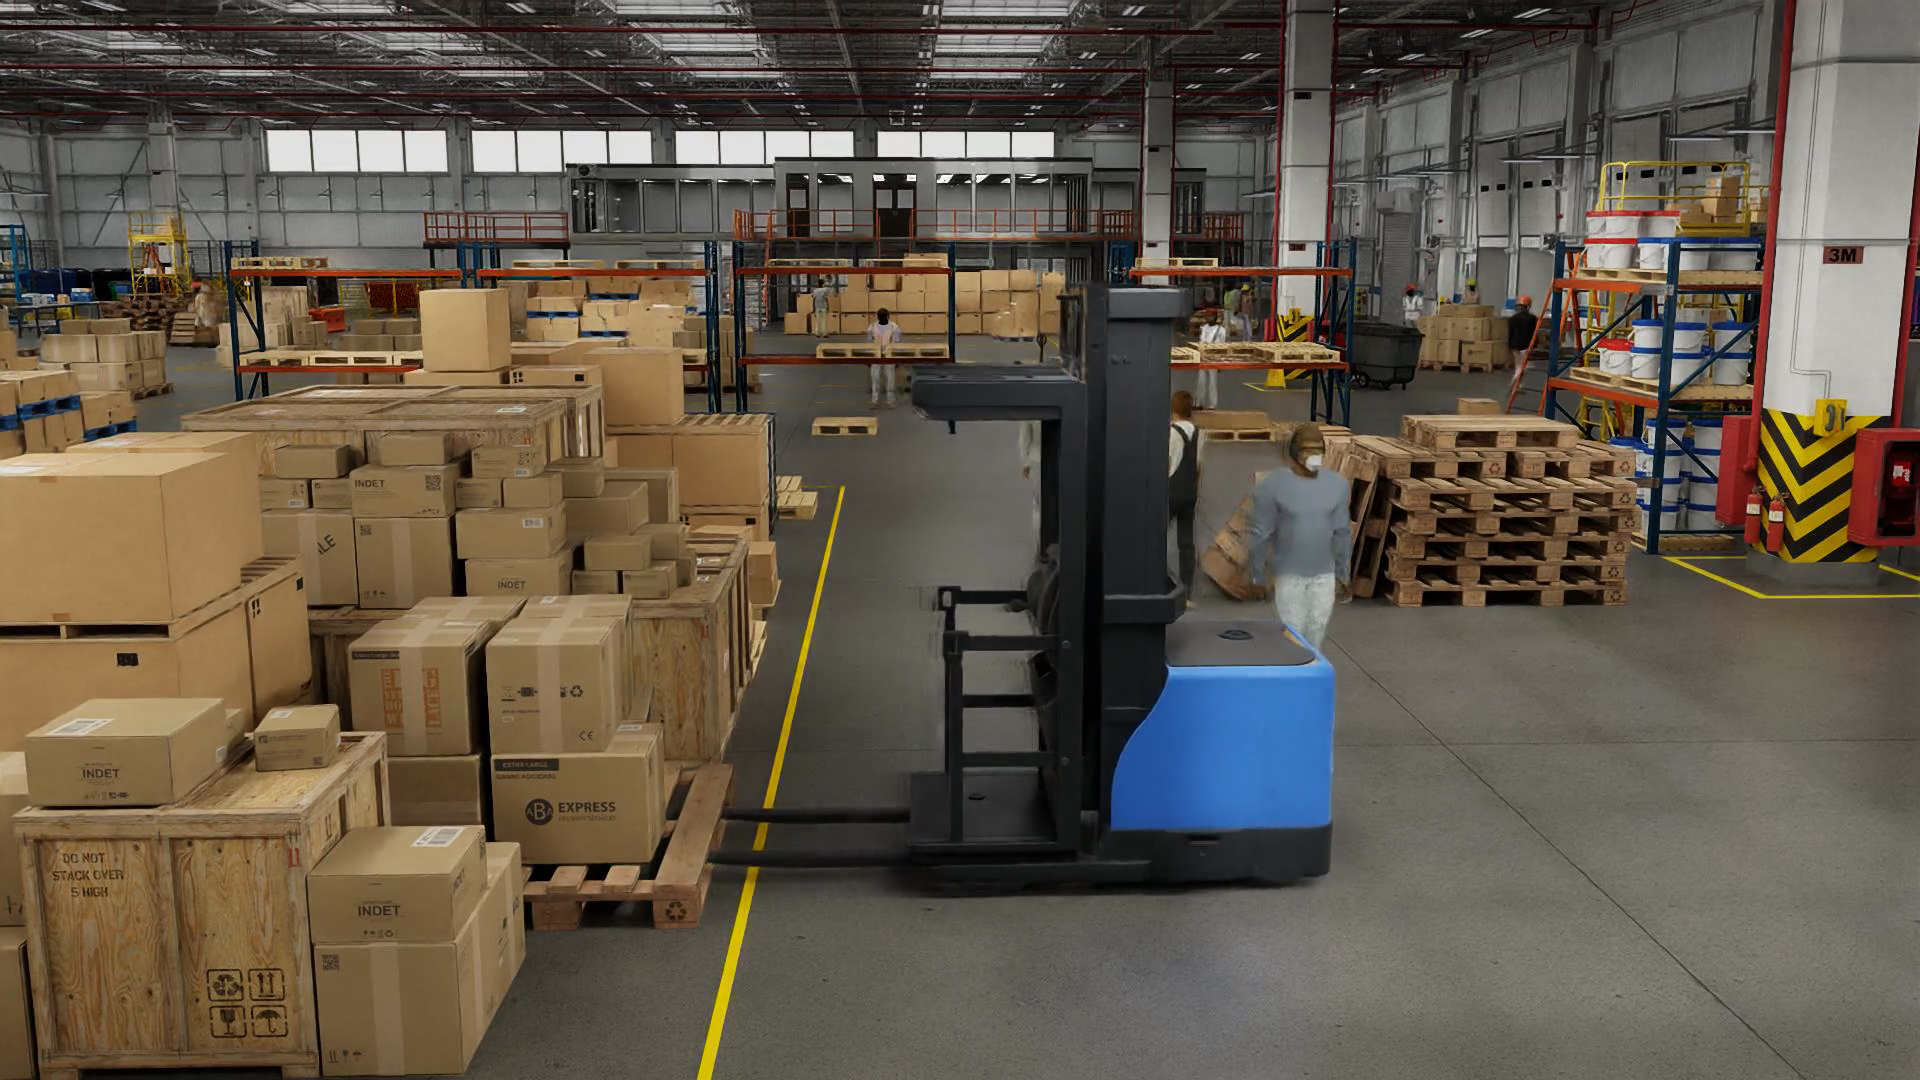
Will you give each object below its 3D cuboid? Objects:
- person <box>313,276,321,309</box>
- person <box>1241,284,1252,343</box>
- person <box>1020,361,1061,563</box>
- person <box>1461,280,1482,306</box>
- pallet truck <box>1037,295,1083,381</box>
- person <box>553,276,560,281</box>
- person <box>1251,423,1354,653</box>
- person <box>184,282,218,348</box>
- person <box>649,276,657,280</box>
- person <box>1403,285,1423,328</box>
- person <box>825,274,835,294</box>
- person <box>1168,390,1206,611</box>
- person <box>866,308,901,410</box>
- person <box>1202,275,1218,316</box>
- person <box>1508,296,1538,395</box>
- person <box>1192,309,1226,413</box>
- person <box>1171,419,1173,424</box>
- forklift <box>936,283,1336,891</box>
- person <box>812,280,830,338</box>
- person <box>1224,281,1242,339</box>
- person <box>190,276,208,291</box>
[{"bbox_3d":[-25.265,-9.575,65.426,0.316,1.769,0.525,-7,12,-35],"label":"person"},{"bbox_3d":[8.528,-6.737,49.621,0.329,1.765,0.533,-3,11,-16],"label":"person"},{"bbox_3d":[0.897,-0.727,15.712,0.664,1.912,0.780,3,11,18],"label":"person"},{"bbox_3d":[15.469,-6.901,50.200,0.612,1.876,0.954,-1,10,-5],"label":"person"},{"bbox_3d":[2.483,-3.881,33.060,1.885,1.965,0.823,-7,13,-36],"label":"pallet truck"},{"bbox_3d":[-14.507,-8.685,60.017,0.593,1.926,0.366,7,12,33],"label":"person"},{"bbox_3d":[2.134,0.224,10.400,0.632,1.924,0.496,-3,11,-16],"label":"person"},{"bbox_3d":[-21.648,-6.391,47.366,0.613,1.883,0.942,10,14,44],"label":"person"},{"bbox_3d":[-9.911,-7.564,53.569,0.623,1.999,0.956,-9,13,-40],"label":"person"},{"bbox_3d":[12.588,-6.167,46.216,0.598,1.860,1.013,7,12,34],"label":"person"},{"bbox_3d":[-4.547,-8.295,57.859,0.444,1.920,0.632,-5,11,-24],"label":"person"},{"bbox_3d":[1.739,-0.344,13.890,0.531,1.805,0.841,-6,12,-32],"label":"person"},{"bbox_3d":[-1.396,-3.281,30.157,0.627,1.844,0.429,1,10,4],"label":"person"},{"bbox_3d":[8.940,-8.438,58.570,0.997,1.946,0.624,5,11,24],"label":"person"},{"bbox_3d":[11.065,-3.818,32.759,0.611,1.979,0.632,-8,13,-37],"label":"person"},{"bbox_3d":[4.378,-3.145,29.403,0.352,1.853,0.731,-9,13,-40],"label":"person"},{"bbox_3d":[1.825,-0.683,16.086,0.499,1.693,0.885,1,10,7],"label":"person"},{"bbox_3d":[0.809,0.169,8.039,1.873,2.768,1.129,0,10,-2],"label":"forklift"},{"bbox_3d":[-4.373,-7.250,52.329,0.572,1.853,0.549,3,11,16],"label":"person"},{"bbox_3d":[8.451,-7.134,51.661,0.561,1.823,0.642,-6,12,-32],"label":"person"},{"bbox_3d":[-26.273,-8.173,57.355,0.596,1.851,0.792,0,10,0],"label":"person"}]
